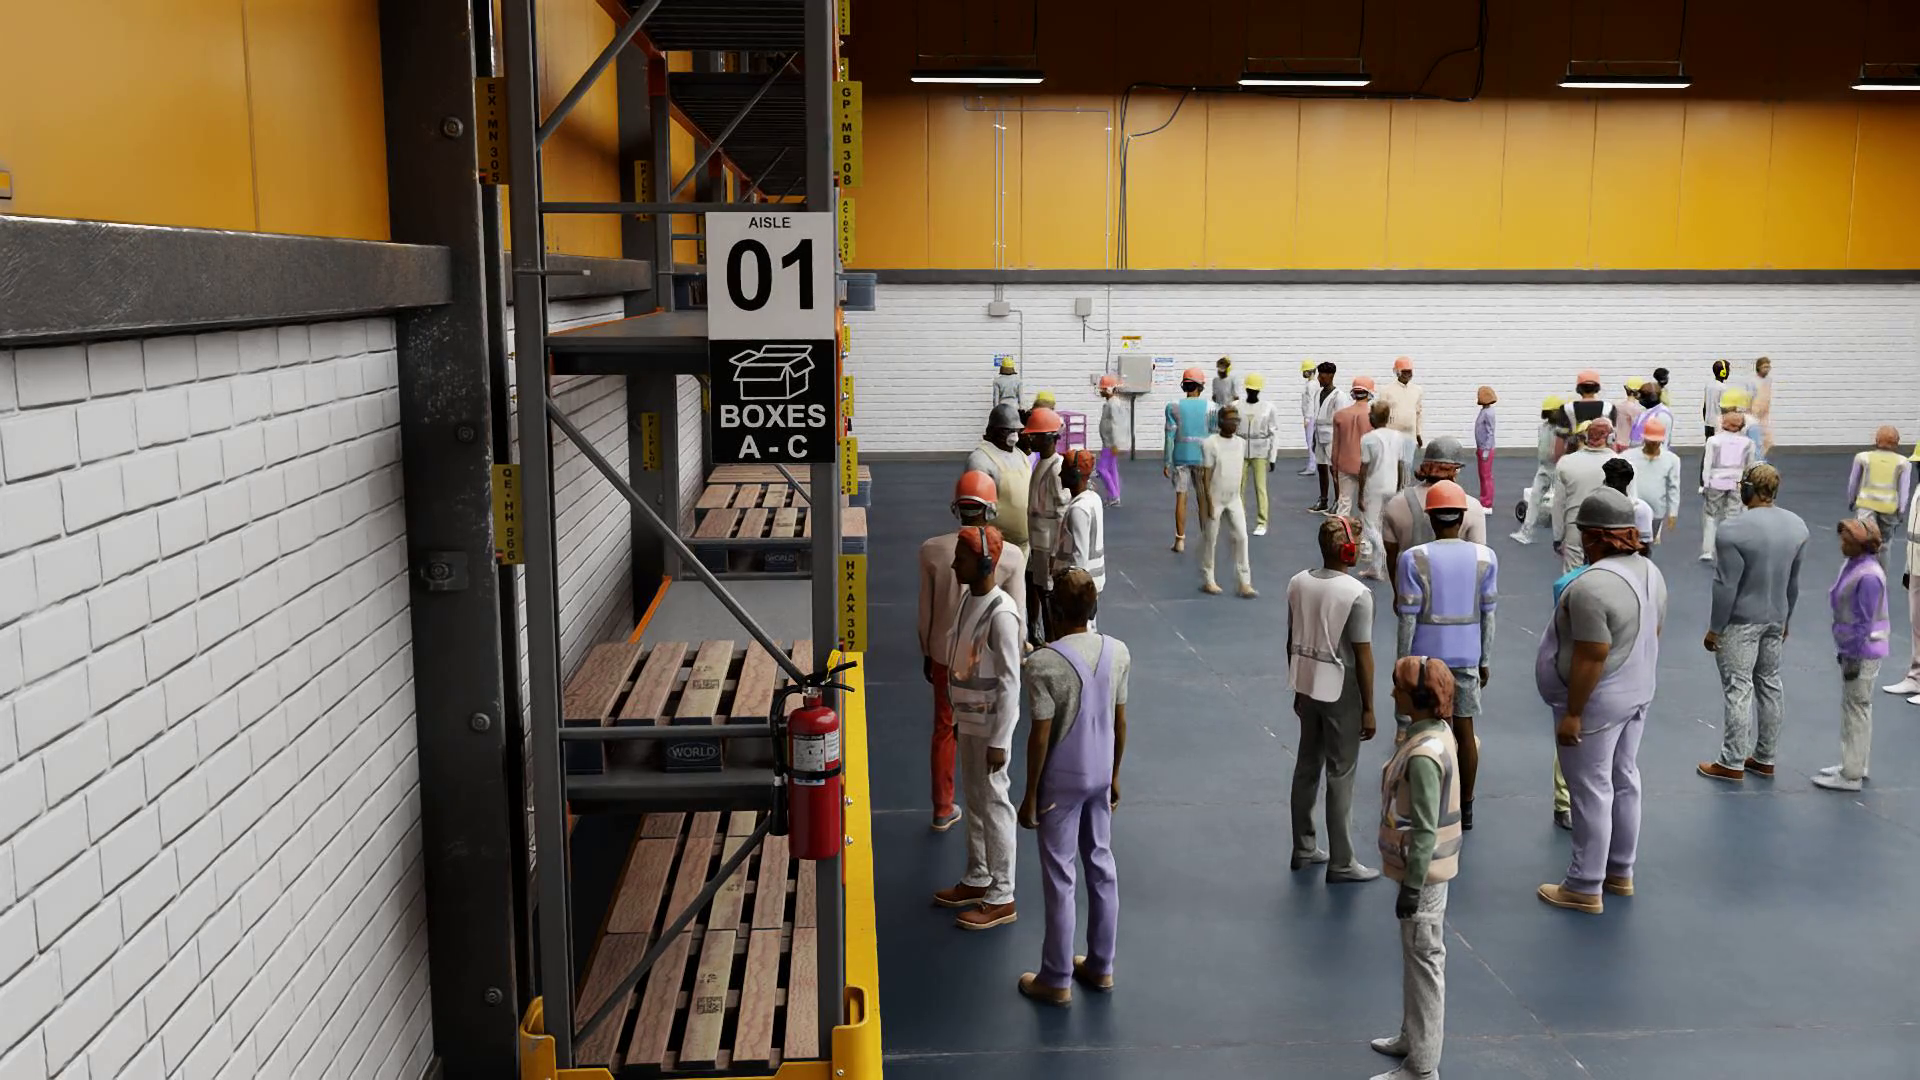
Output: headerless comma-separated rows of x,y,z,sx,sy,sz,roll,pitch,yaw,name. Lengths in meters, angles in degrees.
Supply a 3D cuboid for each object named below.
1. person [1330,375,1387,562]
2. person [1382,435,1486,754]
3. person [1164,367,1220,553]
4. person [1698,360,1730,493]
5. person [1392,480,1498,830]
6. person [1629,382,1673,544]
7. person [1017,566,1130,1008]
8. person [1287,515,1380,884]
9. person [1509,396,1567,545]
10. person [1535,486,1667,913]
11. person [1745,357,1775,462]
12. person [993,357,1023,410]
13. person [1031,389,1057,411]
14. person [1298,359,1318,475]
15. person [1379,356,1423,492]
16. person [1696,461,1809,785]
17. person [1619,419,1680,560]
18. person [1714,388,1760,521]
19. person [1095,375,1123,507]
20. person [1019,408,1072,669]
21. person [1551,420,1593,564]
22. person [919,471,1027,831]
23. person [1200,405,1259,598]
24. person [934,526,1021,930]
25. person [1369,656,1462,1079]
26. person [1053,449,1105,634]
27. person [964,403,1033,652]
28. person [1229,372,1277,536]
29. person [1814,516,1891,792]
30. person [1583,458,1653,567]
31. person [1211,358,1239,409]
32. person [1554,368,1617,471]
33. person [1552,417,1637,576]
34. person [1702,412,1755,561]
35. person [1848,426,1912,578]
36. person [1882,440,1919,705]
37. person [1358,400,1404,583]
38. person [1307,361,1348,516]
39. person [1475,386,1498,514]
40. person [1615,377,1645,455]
4.245,-0.761,17.688,0.610,1.985,0.415,6,11,32,person
3.070,0.331,10.639,0.682,2.000,0.538,8,12,41,person
2.531,-0.873,18.201,0.615,2.037,0.387,0,9,1,person
10.479,-1.554,23.008,0.328,1.872,0.509,-2,9,-10,person
2.632,0.634,9.090,0.542,1.927,0.374,0,9,-2,person
7.797,-0.870,18.848,0.429,1.836,0.625,0,9,0,person
0.466,1.020,6.930,0.506,1.845,0.344,-6,11,-34,person
1.852,0.793,8.341,0.390,1.847,0.563,-5,11,-31,person
6.618,-0.774,18.659,0.910,1.679,0.500,-5,10,-30,person
3.043,0.749,8.013,0.688,2.000,0.536,-8,12,-41,person
11.977,-1.839,24.944,0.545,1.823,0.472,-4,10,-24,person
0.758,-2.034,26.418,0.492,1.743,0.304,-1,9,-8,person
0.919,-0.907,19.459,0.548,1.715,0.515,4,10,24,person
5.300,-1.863,25.276,0.309,1.769,0.523,2,9,13,person
5.674,-1.365,21.420,0.622,1.995,0.374,-2,9,-12,person
4.721,0.494,9.935,0.632,1.940,0.372,-3,10,-21,person
6.339,-0.260,15.357,0.571,1.709,0.815,2,9,14,person
8.734,-0.822,18.667,0.711,1.797,0.604,-4,10,-21,person
1.929,-1.282,21.711,0.429,1.732,0.597,0,9,-1,person
0.636,0.023,12.567,0.383,2.041,0.616,-2,9,-12,person
5.617,-0.202,14.977,0.593,1.722,0.587,-2,9,-13,person
0.073,0.615,9.052,0.607,1.987,0.414,2,9,13,person
2.513,-0.351,15.592,0.505,1.817,0.825,-4,10,-22,person
0.095,0.864,7.785,0.350,1.882,0.583,-3,10,-19,person
1.713,1.235,6.220,0.307,1.640,0.520,3,9,16,person
0.792,0.324,11.179,0.356,1.883,0.572,2,9,12,person
0.375,-0.076,13.194,0.538,2.000,0.689,7,12,38,person
3.398,-1.007,19.446,0.588,1.919,0.396,3,10,19,person
5.302,0.662,9.827,0.321,1.630,0.530,3,10,18,person
4.864,0.226,12.381,0.315,1.693,0.541,-6,11,-34,person
4.040,-1.857,25.184,0.870,1.795,0.542,-6,11,-31,person
6.832,-0.865,18.203,0.629,2.017,0.635,3,9,16,person
5.087,-0.030,13.332,0.652,1.904,0.402,6,11,34,person
8.024,-0.529,17.369,0.532,1.609,0.506,2,9,14,person
8.828,-0.299,16.004,0.508,1.592,0.885,5,10,27,person
6.859,0.207,11.781,0.385,1.922,0.594,0,9,2,person
4.151,-0.453,16.267,0.519,1.828,0.700,-4,10,-25,person
4.654,-1.284,21.055,0.385,1.957,0.603,-4,10,-24,person
6.664,-1.143,21.167,0.278,1.634,0.497,1,9,5,person
8.465,-1.181,21.027,0.353,1.756,0.518,-1,9,-6,person
